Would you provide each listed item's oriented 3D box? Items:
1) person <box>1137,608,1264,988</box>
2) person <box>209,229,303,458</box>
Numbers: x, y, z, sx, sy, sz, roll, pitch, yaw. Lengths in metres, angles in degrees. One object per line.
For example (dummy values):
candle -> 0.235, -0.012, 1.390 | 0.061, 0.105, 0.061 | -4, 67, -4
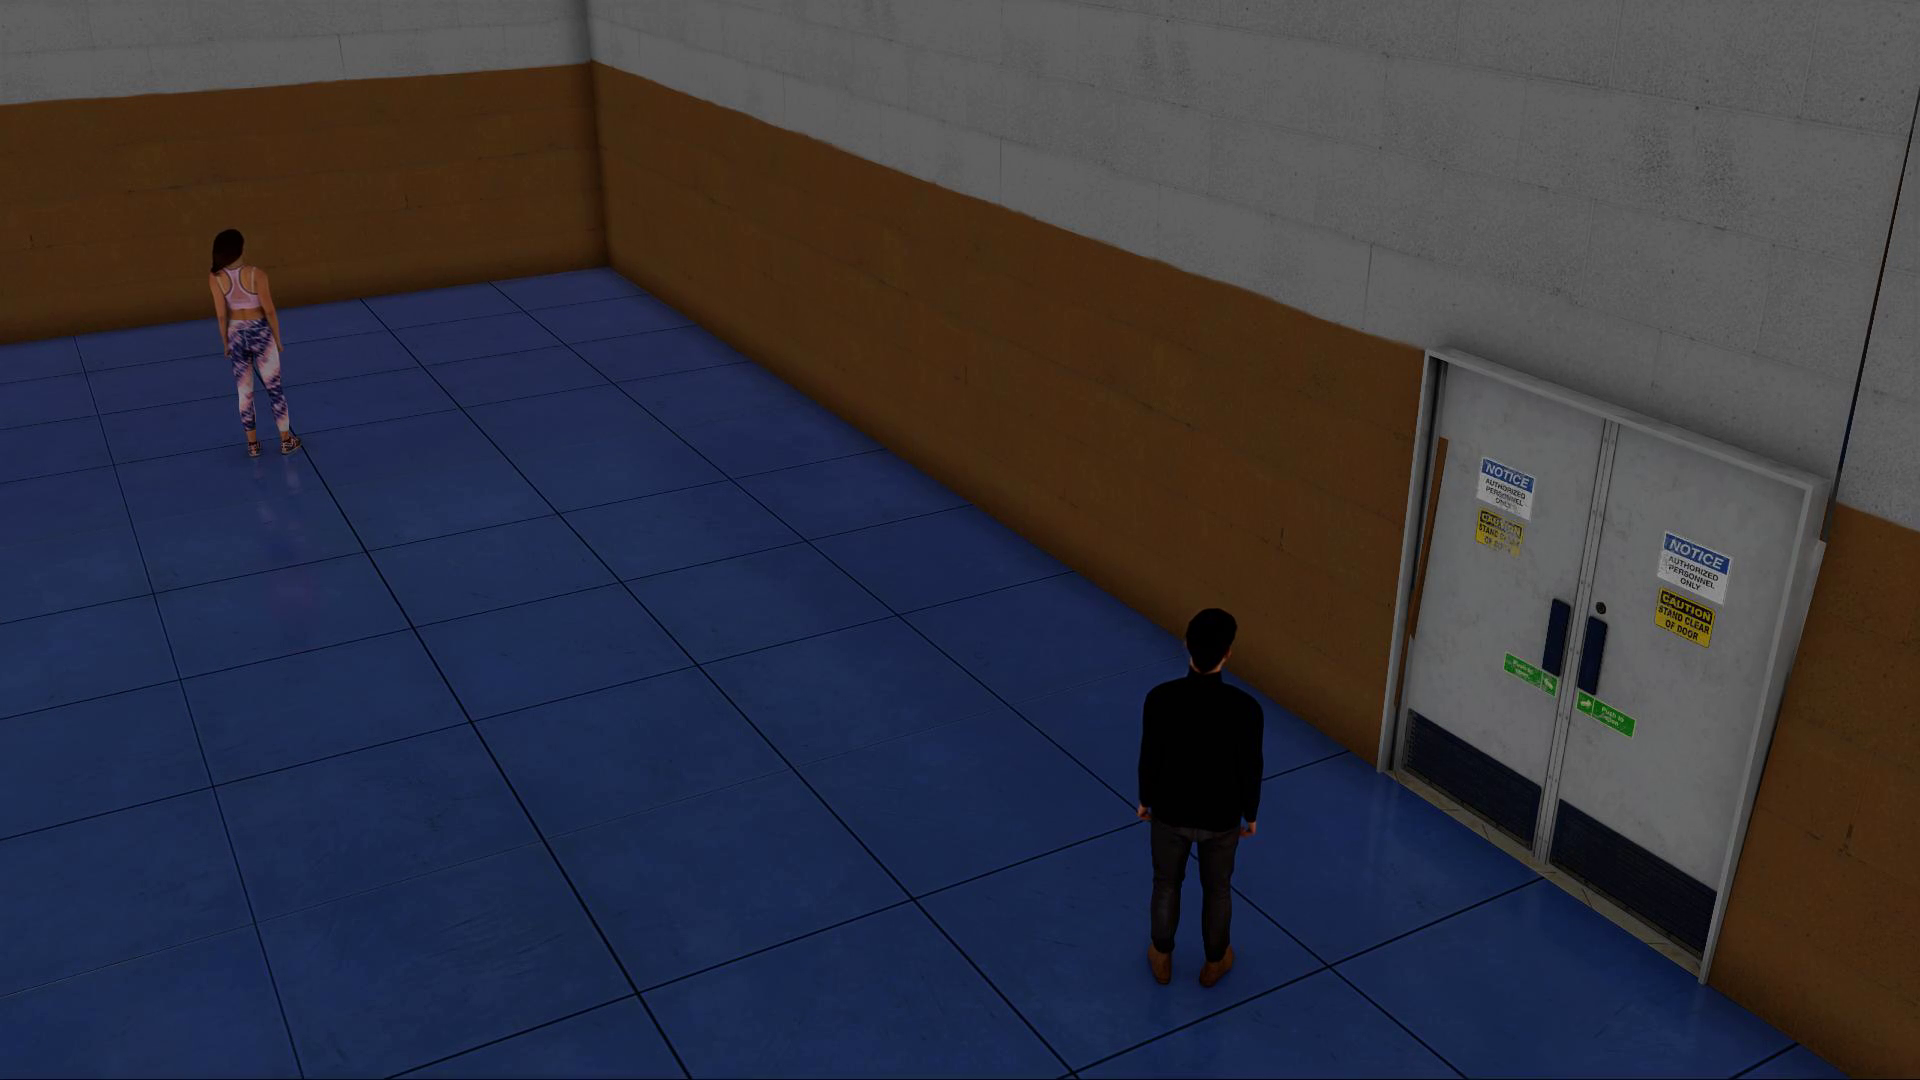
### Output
person -> 0.979, 1.076, 6.873 | 0.703, 1.722, 0.777 | 5, 24, 11
person -> -5.418, -1.509, 12.723 | 0.561, 1.768, 0.707 | -5, 24, -10
